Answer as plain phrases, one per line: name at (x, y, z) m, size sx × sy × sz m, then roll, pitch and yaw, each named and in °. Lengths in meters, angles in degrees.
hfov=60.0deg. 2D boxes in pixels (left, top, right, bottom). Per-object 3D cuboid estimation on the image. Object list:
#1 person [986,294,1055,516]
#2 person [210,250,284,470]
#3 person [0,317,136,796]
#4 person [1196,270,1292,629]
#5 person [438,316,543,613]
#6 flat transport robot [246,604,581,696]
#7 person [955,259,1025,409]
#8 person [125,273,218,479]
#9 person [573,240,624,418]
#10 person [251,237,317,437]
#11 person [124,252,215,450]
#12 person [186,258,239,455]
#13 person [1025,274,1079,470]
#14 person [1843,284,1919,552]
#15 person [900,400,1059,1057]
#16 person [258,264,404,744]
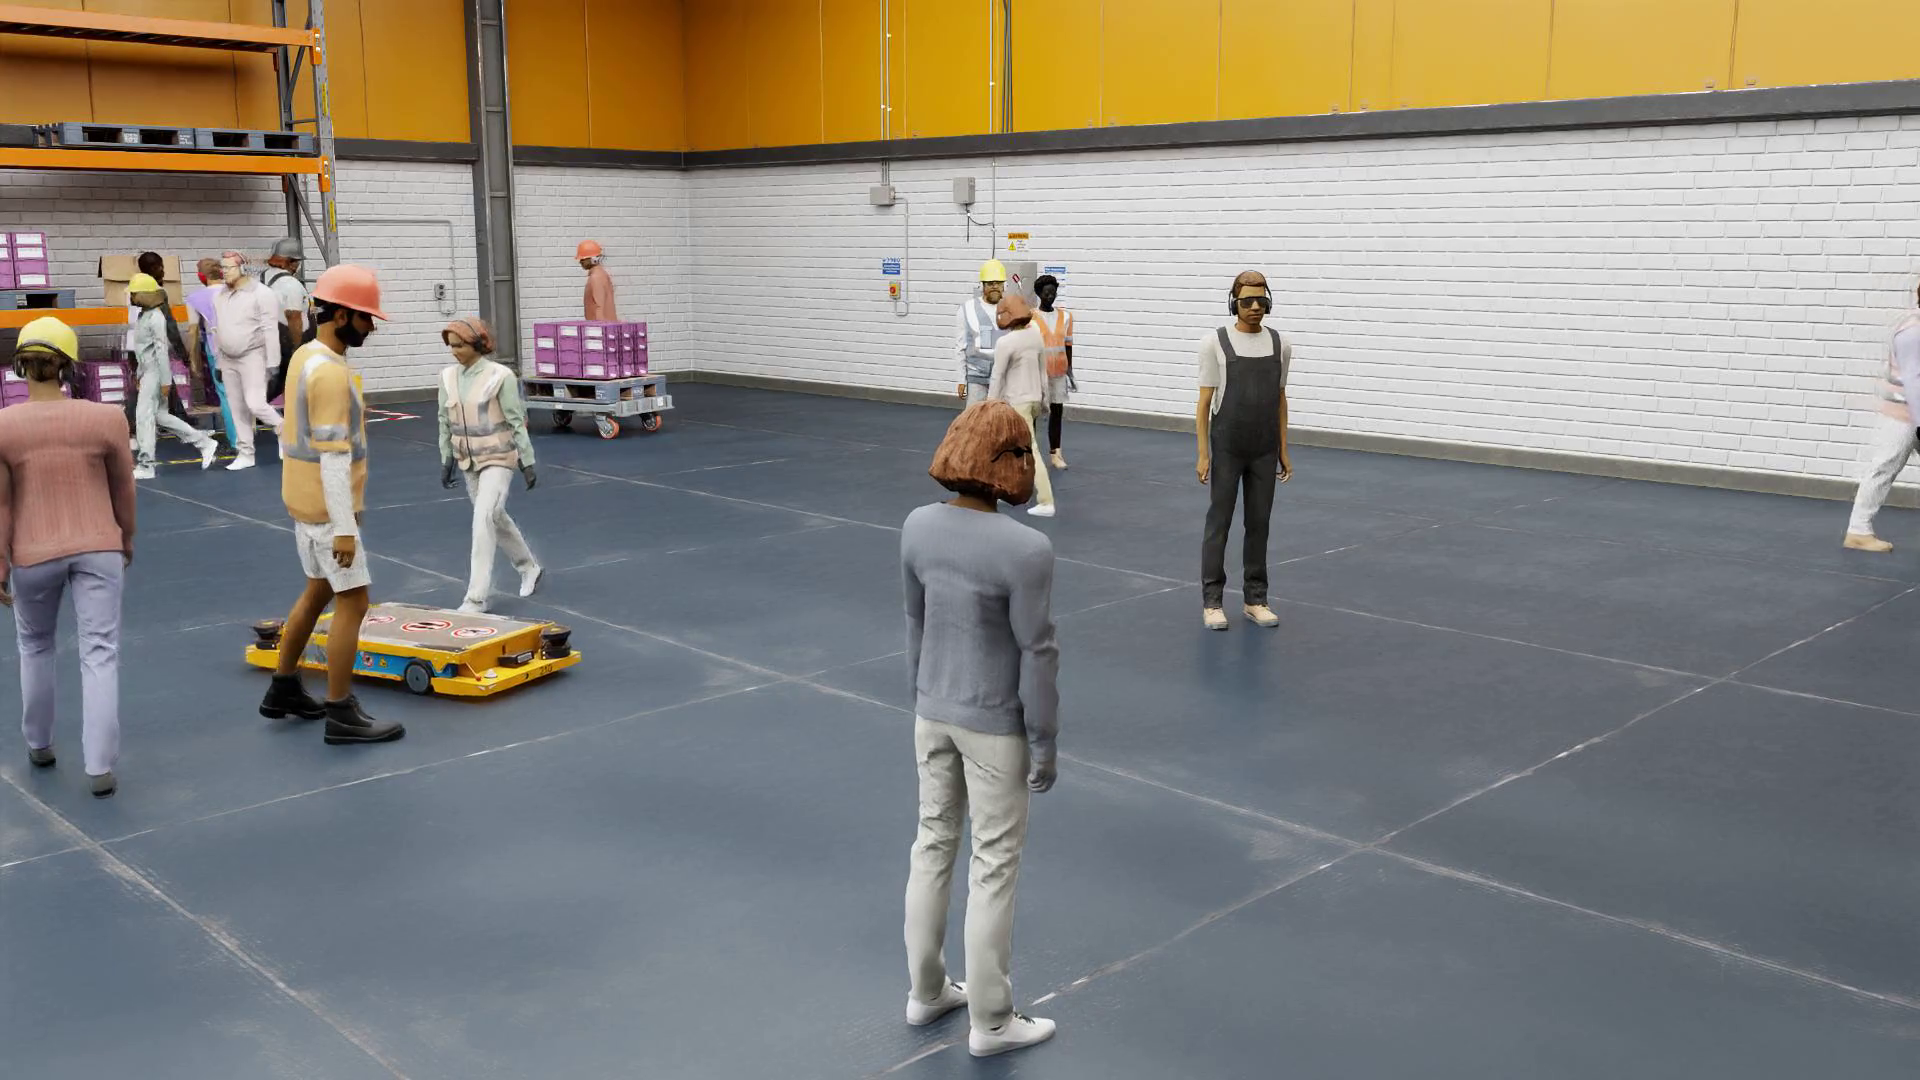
person at (0.377, -0.985, 12.120) m, size 0.858 × 1.583 × 0.515 m, roll 9°, pitch 13°, yaw 39°
person at (-6.172, -1.557, 14.439) m, size 0.647 × 1.895 × 0.516 m, roll 4°, pitch 11°, yaw 19°
person at (-3.329, 0.047, 6.171) m, size 0.515 × 1.723 × 0.816 m, roll -6°, pitch 12°, yaw -29°
person at (1.466, -0.457, 8.571) m, size 0.519 × 1.844 × 0.331 m, roll -3°, pitch 11°, yaw -14°
person at (-2.538, -0.421, 9.046) m, size 0.539 × 1.600 × 0.819 m, roll 5°, pitch 12°, yaw 27°
flat transport robot at (-2.545, 0.485, 7.730) m, size 1.431 × 0.197 × 0.652 m, roll 5°, pitch 11°, yaw 25°
person at (0.254, -1.288, 13.134) m, size 0.588 × 1.834 × 0.403 m, roll -3°, pitch 11°, yaw -14°
person at (-6.694, -1.381, 13.955) m, size 0.740 × 1.715 × 0.487 m, roll -7°, pitch 12°, yaw -33°
person at (-4.052, -2.328, 18.445) m, size 0.650 × 1.961 × 0.653 m, roll 1°, pitch 10°, yaw 4°
person at (-6.606, -1.950, 16.177) m, size 0.690 × 2.000 × 0.738 m, roll 7°, pitch 13°, yaw 34°
person at (-7.688, -1.806, 15.884) m, size 0.610 × 1.867 × 1.023 m, roll 9°, pitch 14°, yaw 42°
person at (-6.885, -1.713, 15.495) m, size 0.586 × 1.812 × 0.694 m, roll -10°, pitch 14°, yaw -44°
person at (0.746, -1.437, 14.328) m, size 0.557 × 1.694 × 0.317 m, roll -4°, pitch 11°, yaw -22°
person at (6.107, -0.773, 10.434) m, size 0.651 × 1.791 × 0.955 m, roll -9°, pitch 14°, yaw -41°
person at (0.046, 0.466, 4.136) m, size 0.501 × 1.628 × 0.270 m, roll 10°, pitch 14°, yaw 44°
person at (-2.554, -0.137, 6.655) m, size 0.575 × 1.908 × 0.729 m, roll -6°, pitch 12°, yaw -29°
